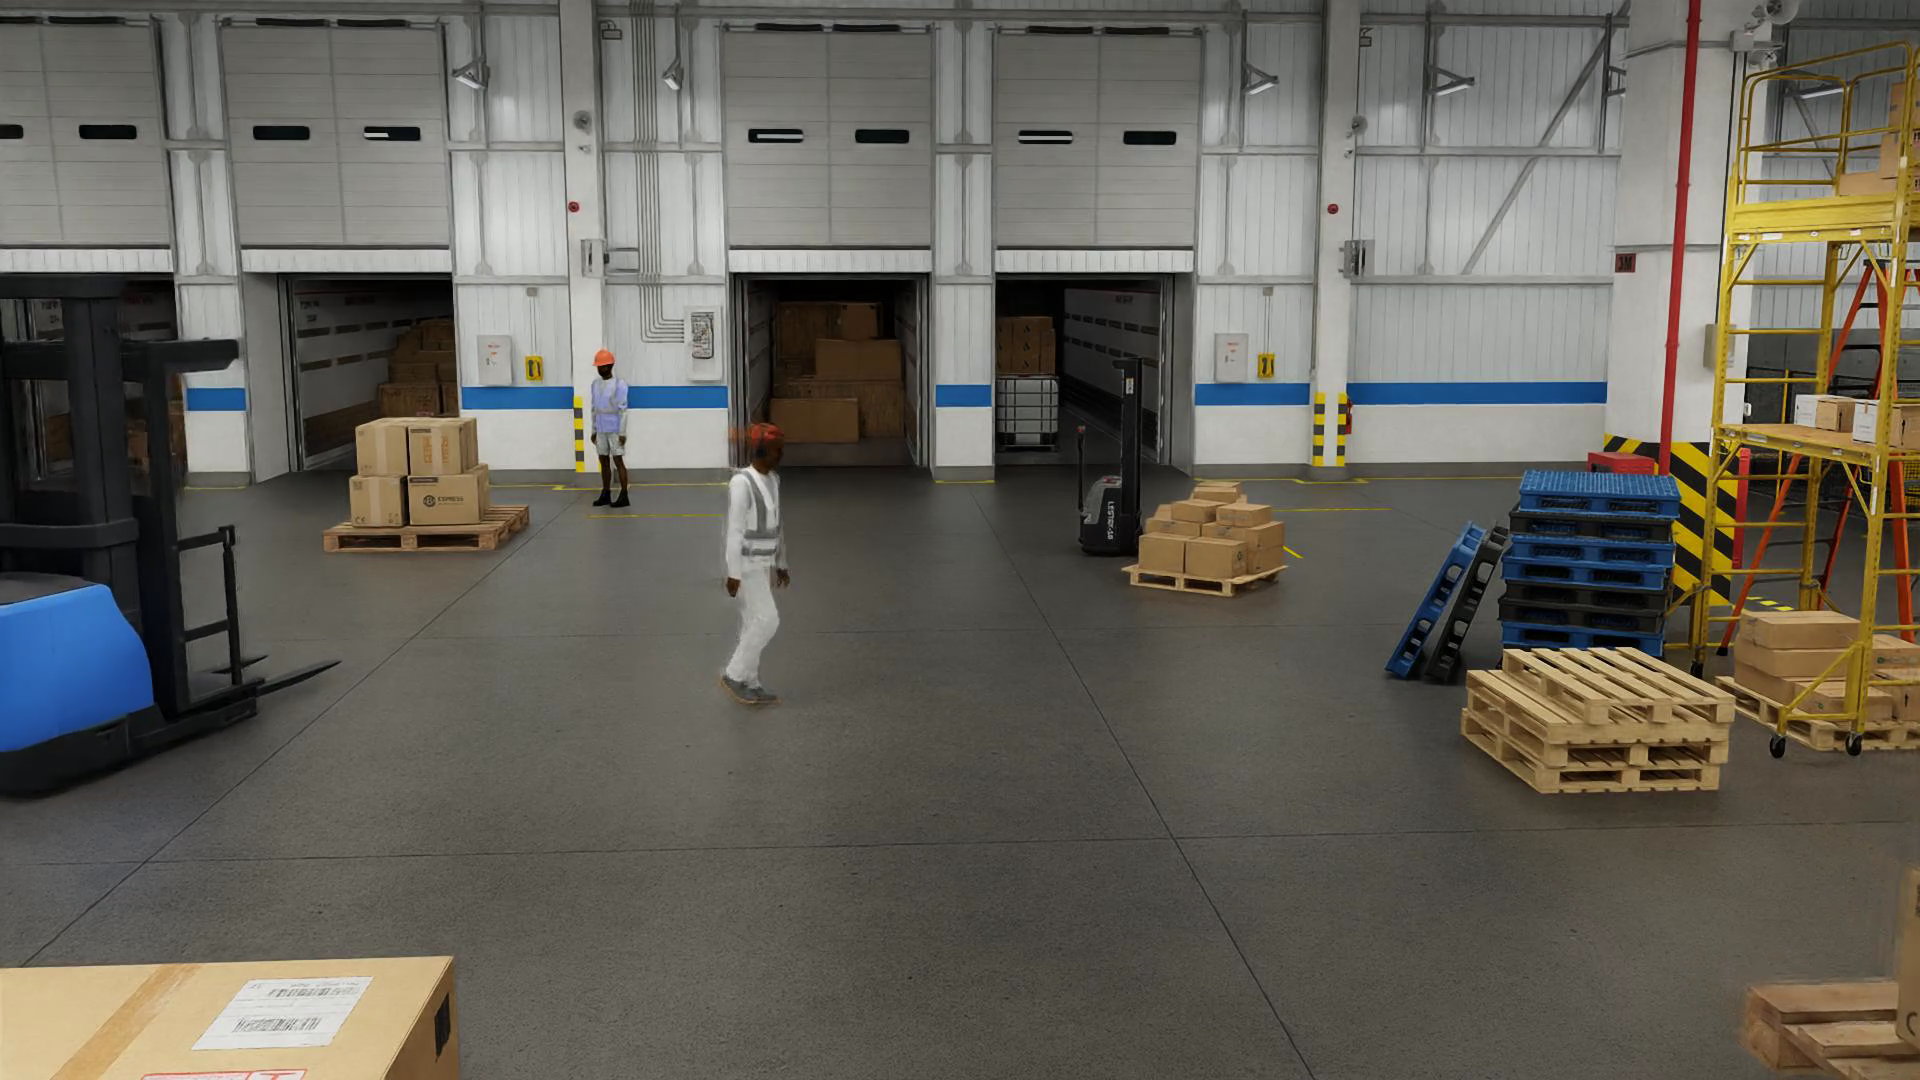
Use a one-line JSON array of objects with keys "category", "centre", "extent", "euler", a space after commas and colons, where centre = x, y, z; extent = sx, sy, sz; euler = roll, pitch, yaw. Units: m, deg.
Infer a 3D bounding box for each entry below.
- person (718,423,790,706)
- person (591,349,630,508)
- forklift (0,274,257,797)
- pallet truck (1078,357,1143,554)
[{"category": "person", "centre": [-1.323, 0.167, 10.870], "extent": [0.405, 1.865, 0.574], "euler": [2, 9, 12]}, {"category": "person", "centre": [-4.283, -1.350, 20.224], "extent": [0.544, 1.927, 0.392], "euler": [6, 11, 31]}, {"category": "forklift", "centre": [-5.235, -0.130, 9.565], "extent": [1.129, 2.768, 1.873], "euler": [3, 9, 16]}, {"category": "pallet truck", "centre": [2.088, -0.836, 16.757], "extent": [1.885, 1.965, 0.823], "euler": [2, 9, 13]}]
